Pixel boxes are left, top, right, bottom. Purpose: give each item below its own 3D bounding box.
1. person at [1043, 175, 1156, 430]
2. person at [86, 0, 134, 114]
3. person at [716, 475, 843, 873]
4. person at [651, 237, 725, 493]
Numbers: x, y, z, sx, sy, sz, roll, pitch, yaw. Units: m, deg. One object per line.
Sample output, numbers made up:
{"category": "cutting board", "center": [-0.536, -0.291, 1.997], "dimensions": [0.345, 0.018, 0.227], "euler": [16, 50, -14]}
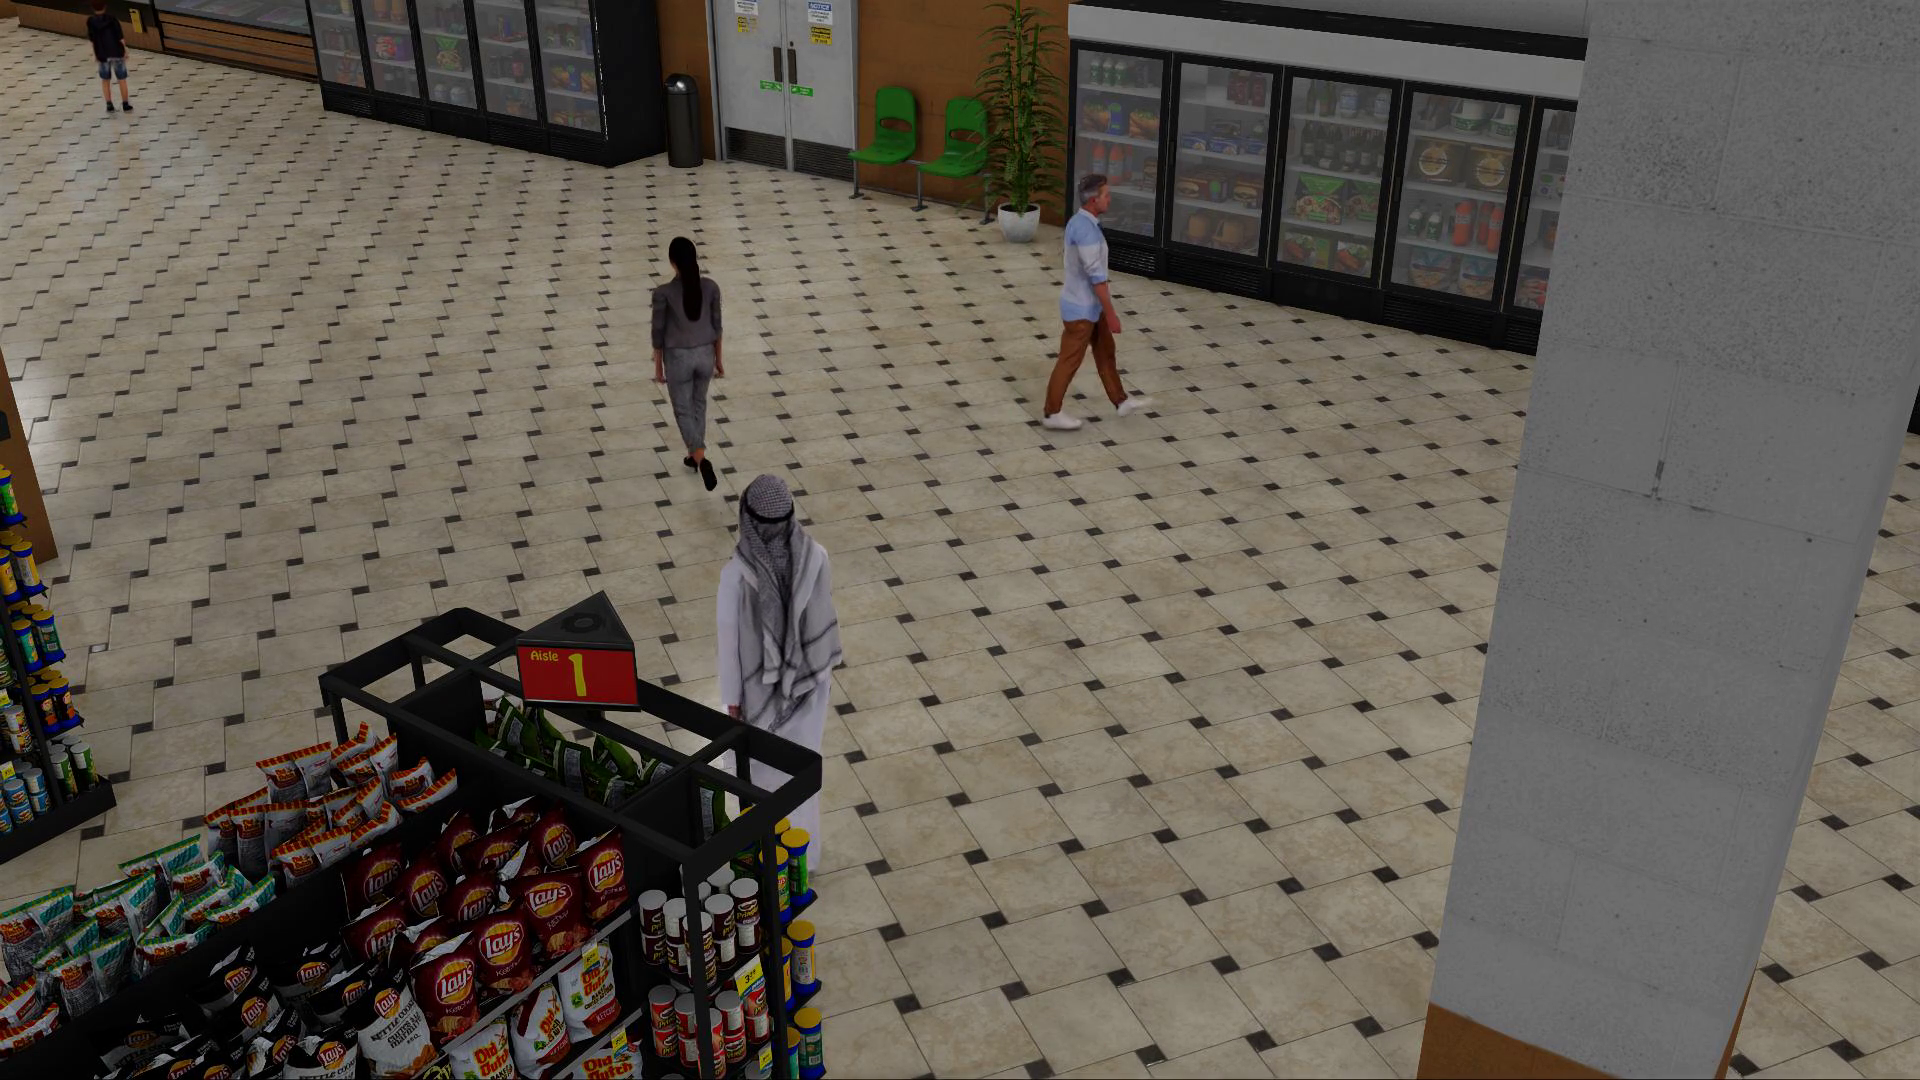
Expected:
{"category": "person", "center": [0.781, -1.606, 11.504], "dimensions": [1.072, 1.796, 1.099], "euler": [2, 27, 3]}
{"category": "person", "center": [-10.530, -6.017, 20.590], "dimensions": [0.660, 1.445, 0.725], "euler": [-7, 28, -13]}
{"category": "person", "center": [-0.711, 0.657, 6.910], "dimensions": [0.904, 1.915, 0.940], "euler": [-12, 29, -23]}
{"category": "person", "center": [-1.707, -1.087, 10.637], "dimensions": [1.058, 1.655, 0.982], "euler": [-13, 30, -24]}
